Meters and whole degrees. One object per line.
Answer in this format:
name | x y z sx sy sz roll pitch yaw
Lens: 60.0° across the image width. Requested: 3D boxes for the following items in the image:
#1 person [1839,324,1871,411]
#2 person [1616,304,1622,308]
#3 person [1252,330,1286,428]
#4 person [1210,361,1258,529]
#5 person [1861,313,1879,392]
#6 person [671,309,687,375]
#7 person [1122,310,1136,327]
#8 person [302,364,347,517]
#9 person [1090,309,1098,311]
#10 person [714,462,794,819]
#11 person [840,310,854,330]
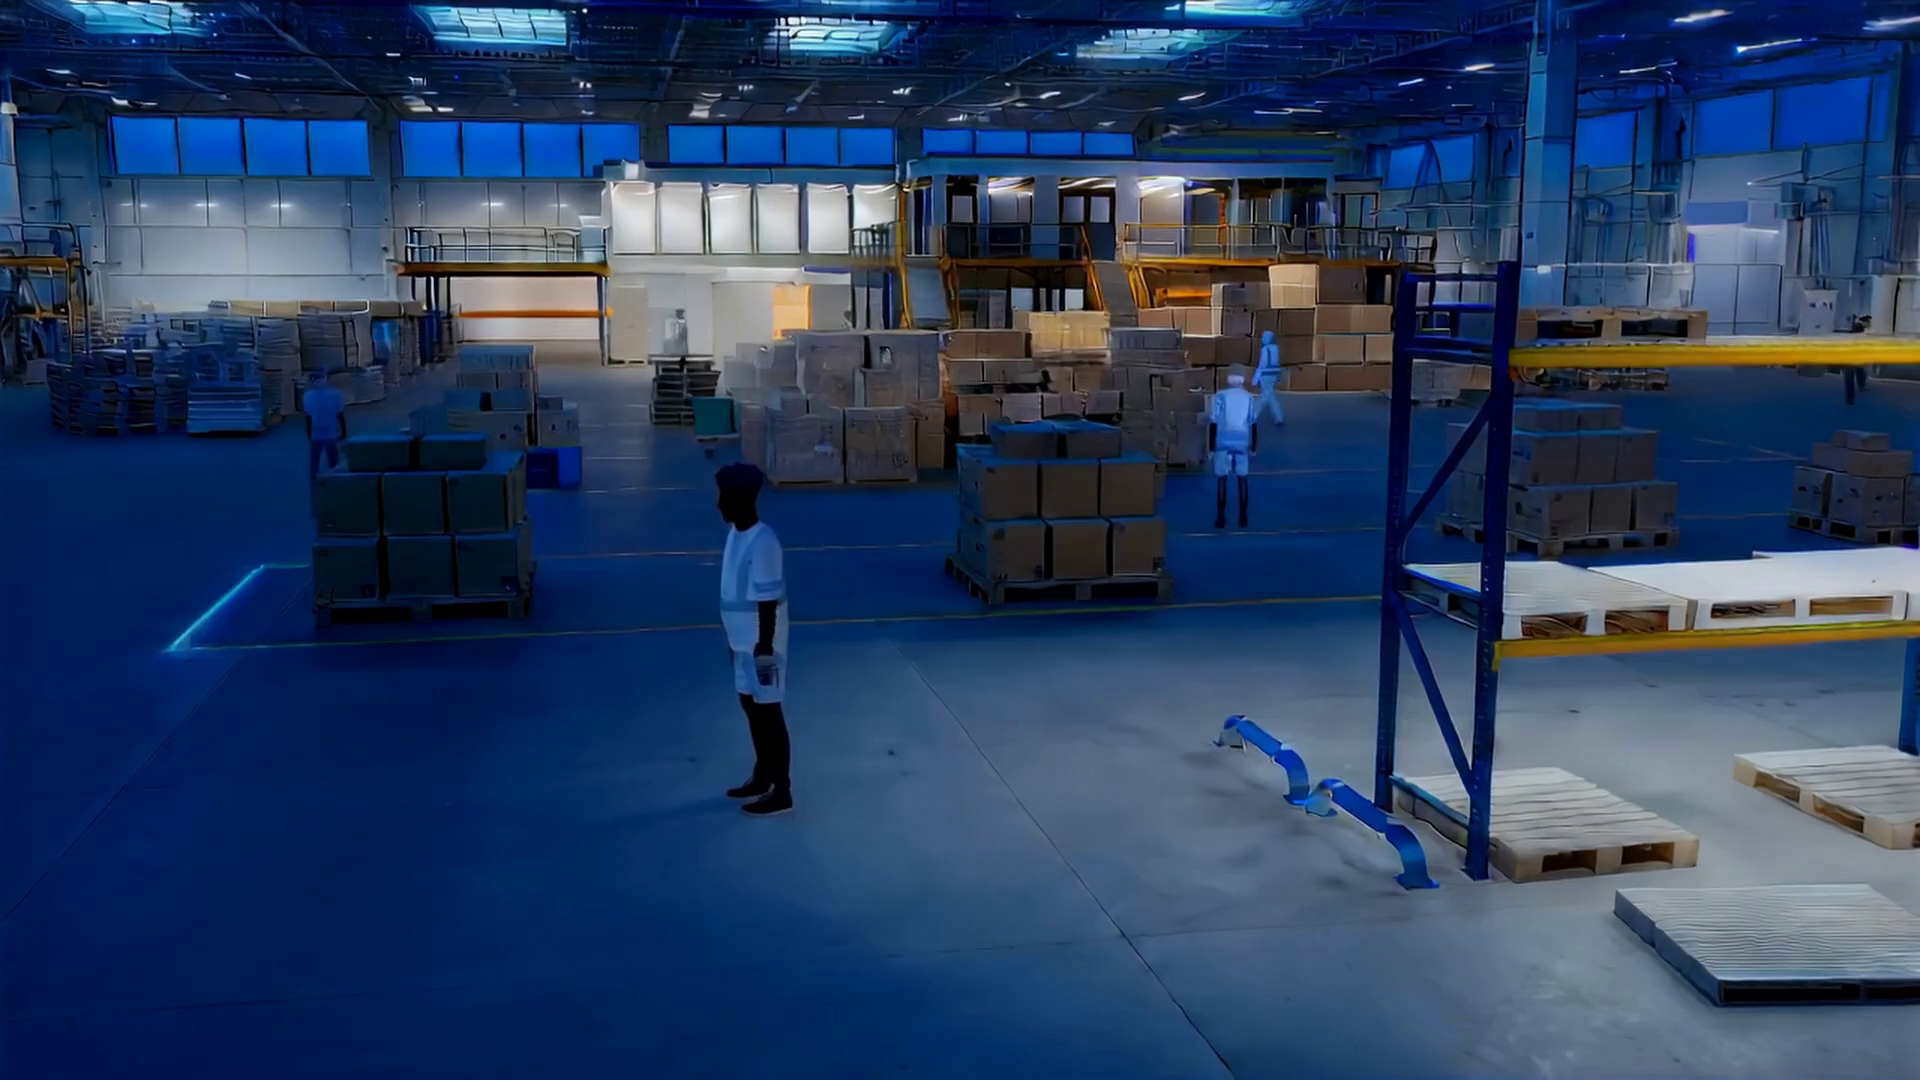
person | 18.870 -3.649 35.087 0.631 1.824 0.647 3 10 18
person | 20.999 -6.611 53.101 0.621 1.837 0.429 7 12 36
person | 5.755 -3.020 31.229 0.980 1.832 0.598 8 12 40
person | 3.143 -1.087 19.168 0.540 1.930 0.390 -1 9 -5
person | 21.602 -4.454 39.694 0.608 1.920 0.816 0 9 1
person | -7.901 -5.544 46.588 0.573 1.833 0.523 5 11 29
person | 4.265 -4.912 42.484 0.523 1.916 0.586 -6 11 -31
person | -7.634 -1.192 20.024 0.529 1.854 0.515 -1 9 -7
person | 3.318 -4.705 41.030 0.435 1.980 0.652 -4 10 -23
person | -1.142 0.541 9.154 0.395 1.955 0.606 -4 10 -23
person | -2.827 -5.013 43.153 0.711 1.894 0.615 4 10 24
